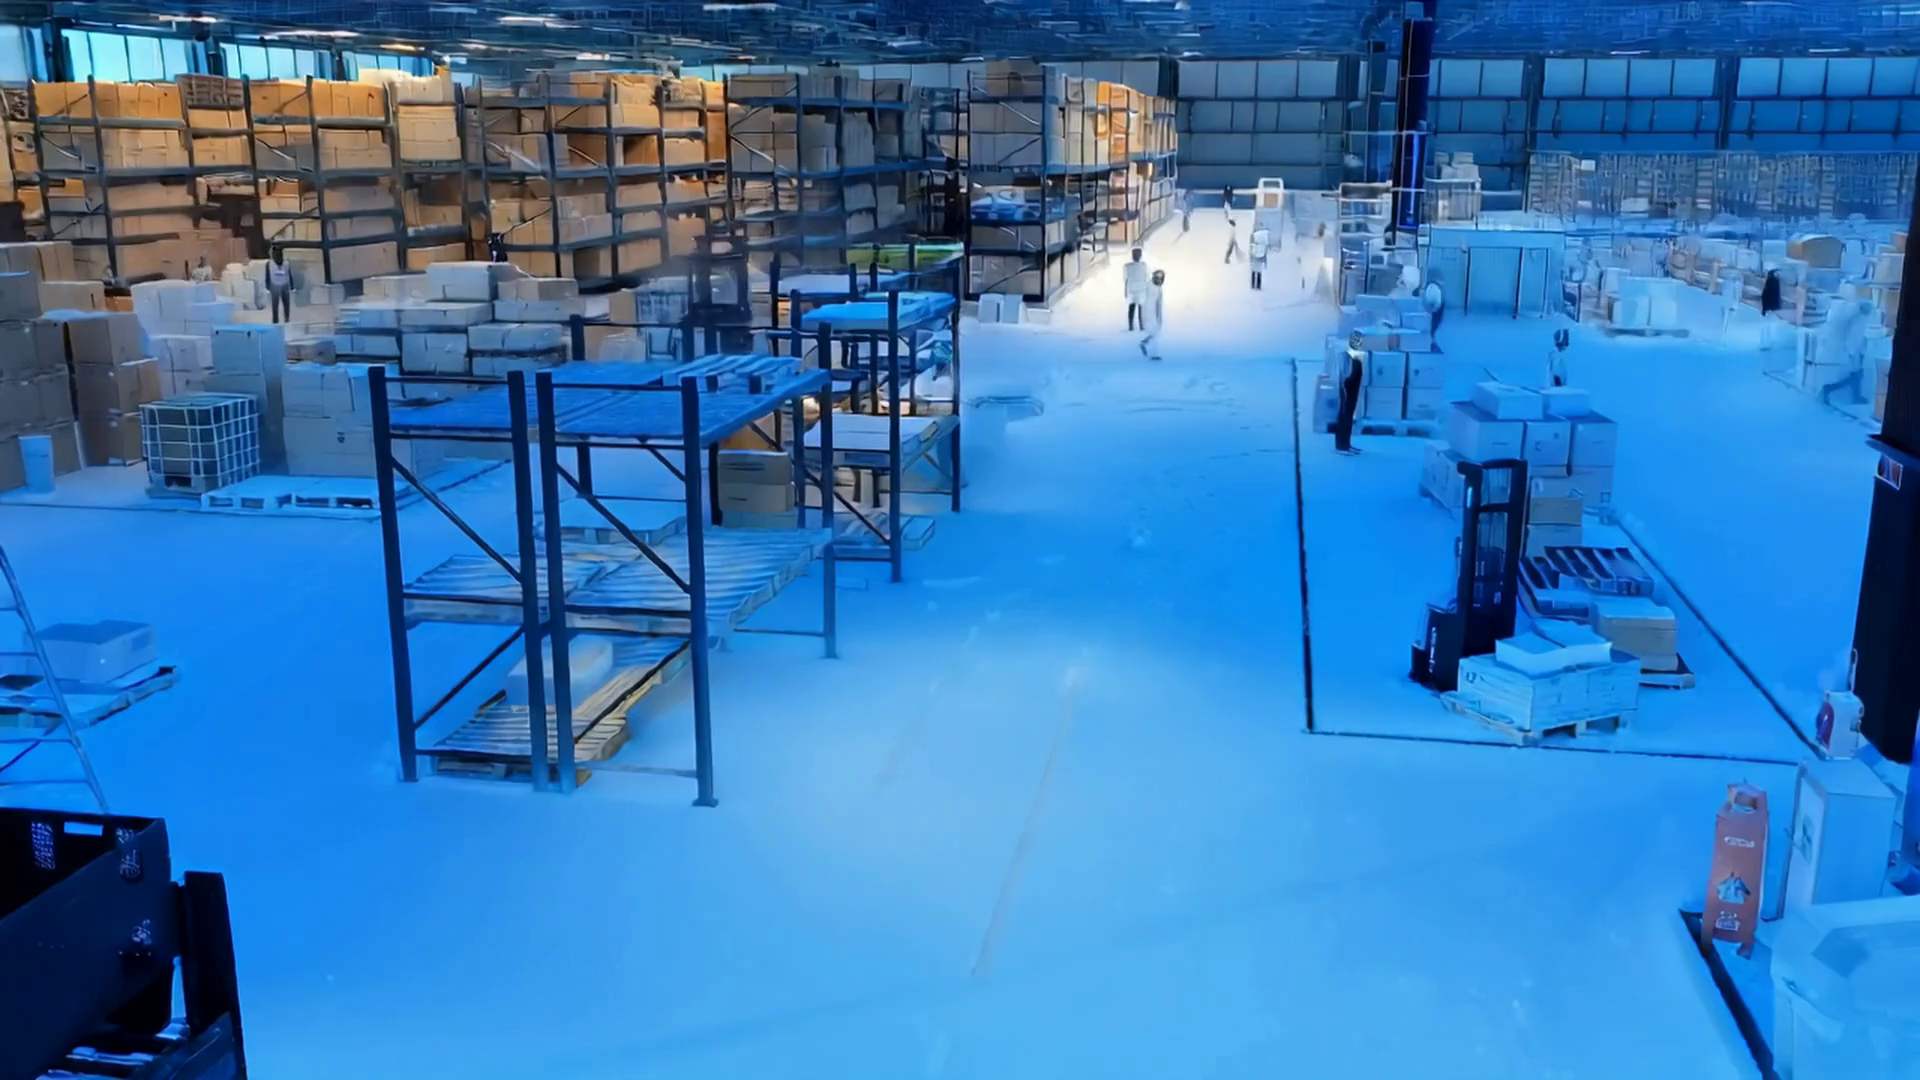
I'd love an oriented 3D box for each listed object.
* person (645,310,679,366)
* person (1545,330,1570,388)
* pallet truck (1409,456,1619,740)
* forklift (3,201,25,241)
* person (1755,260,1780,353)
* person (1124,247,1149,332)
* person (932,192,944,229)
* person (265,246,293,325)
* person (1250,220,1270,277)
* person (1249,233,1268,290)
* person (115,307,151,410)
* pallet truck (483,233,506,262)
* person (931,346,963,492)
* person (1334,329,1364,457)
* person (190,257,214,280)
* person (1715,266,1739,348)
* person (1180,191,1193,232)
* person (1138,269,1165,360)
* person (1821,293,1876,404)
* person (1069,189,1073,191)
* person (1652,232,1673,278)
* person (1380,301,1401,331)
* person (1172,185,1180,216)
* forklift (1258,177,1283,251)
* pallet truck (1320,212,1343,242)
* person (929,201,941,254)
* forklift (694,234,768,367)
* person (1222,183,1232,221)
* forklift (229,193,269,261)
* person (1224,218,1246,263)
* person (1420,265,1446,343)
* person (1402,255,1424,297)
[{"bbox_3d":[-4.747,-2.759,26.580,0.594,1.834,1.005,2,14,7],"label":"person"},{"bbox_3d":[8.471,-2.051,23.610,0.328,1.872,0.509,2,14,8],"label":"person"},{"bbox_3d":[4.504,0.400,13.395,0.823,1.965,1.885,-6,15,-23],"label":"pallet truck"},{"bbox_3d":[-24.312,-7.333,42.977,1.873,2.768,1.129,-9,17,-33],"label":"forklift"},{"bbox_3d":[16.996,-4.911,35.012,0.447,1.967,0.636,7,16,28],"label":"person"},{"bbox_3d":[4.114,-5.836,38.776,0.601,1.967,0.369,6,15,24],"label":"person"},{"bbox_3d":[-1.048,-15.684,78.859,0.558,1.912,0.582,0,14,-1],"label":"person"},{"bbox_3d":[-16.386,-6.121,40.060,0.593,1.911,0.385,-13,19,-43],"label":"person"},{"bbox_3d":[9.644,-9.391,53.566,0.636,1.786,0.903,1,14,5],"label":"person"},{"bbox_3d":[8.806,-8.230,49.138,0.550,1.646,0.859,0,14,2],"label":"person"},{"bbox_3d":[-13.169,-2.702,26.188,0.957,1.897,0.661,5,15,21],"label":"person"},{"bbox_3d":[-11.832,-7.026,43.548,1.885,1.965,0.823,8,16,28],"label":"pallet truck"},{"bbox_3d":[-0.199,-1.539,21.420,0.385,1.922,0.594,9,16,31],"label":"person"},{"bbox_3d":[5.627,-2.131,23.996,0.345,1.841,0.506,11,18,38],"label":"person"},{"bbox_3d":[-18.605,-6.167,40.870,0.515,1.603,0.837,-9,16,-32],"label":"person"},{"bbox_3d":[16.592,-5.029,35.916,0.523,1.769,0.309,-10,17,-36],"label":"person"},{"bbox_3d":[10.485,-15.223,77.054,0.561,1.906,0.874,2,14,7],"label":"person"},{"bbox_3d":[3.964,-4.581,33.928,0.442,1.856,0.529,-1,14,-5],"label":"person"},{"bbox_3d":[15.241,-3.259,28.420,0.780,1.920,0.545,3,14,12],"label":"person"},{"bbox_3d":[5.444,-16.288,81.553,0.658,1.795,0.932,5,15,19],"label":"person"},{"bbox_3d":[20.203,-7.968,47.872,0.539,1.757,0.448,4,14,16],"label":"person"},{"bbox_3d":[7.045,-3.048,27.667,0.985,1.873,0.587,2,14,9],"label":"person"},{"bbox_3d":[11.723,-18.580,91.024,0.889,1.705,0.648,8,16,29],"label":"person"},{"bbox_3d":[12.083,-12.747,64.956,1.129,2.768,1.873,3,14,10],"label":"forklift"},{"bbox_3d":[15.874,-13.227,70.310,0.680,1.201,1.601,10,17,35],"label":"pallet truck"},{"bbox_3d":[-0.920,-11.748,62.669,0.455,2.021,0.603,-3,14,-12],"label":"person"},{"bbox_3d":[-4.167,-4.003,29.455,1.129,2.768,1.873,3,14,10],"label":"forklift"},{"bbox_3d":[13.872,-17.542,86.343,0.614,1.946,0.389,-7,16,-28],"label":"person"},{"bbox_3d":[-20.738,-8.703,48.538,1.129,2.768,1.873,3,14,10],"label":"forklift"},{"bbox_3d":[9.721,-10.543,58.641,0.826,1.590,0.519,3,14,13],"label":"person"},{"bbox_3d":[9.285,-4.428,32.909,0.538,2.000,0.711,10,17,35],"label":"person"},{"bbox_3d":[11.061,-6.094,40.452,0.563,1.648,0.861,-11,18,-38],"label":"person"}]
